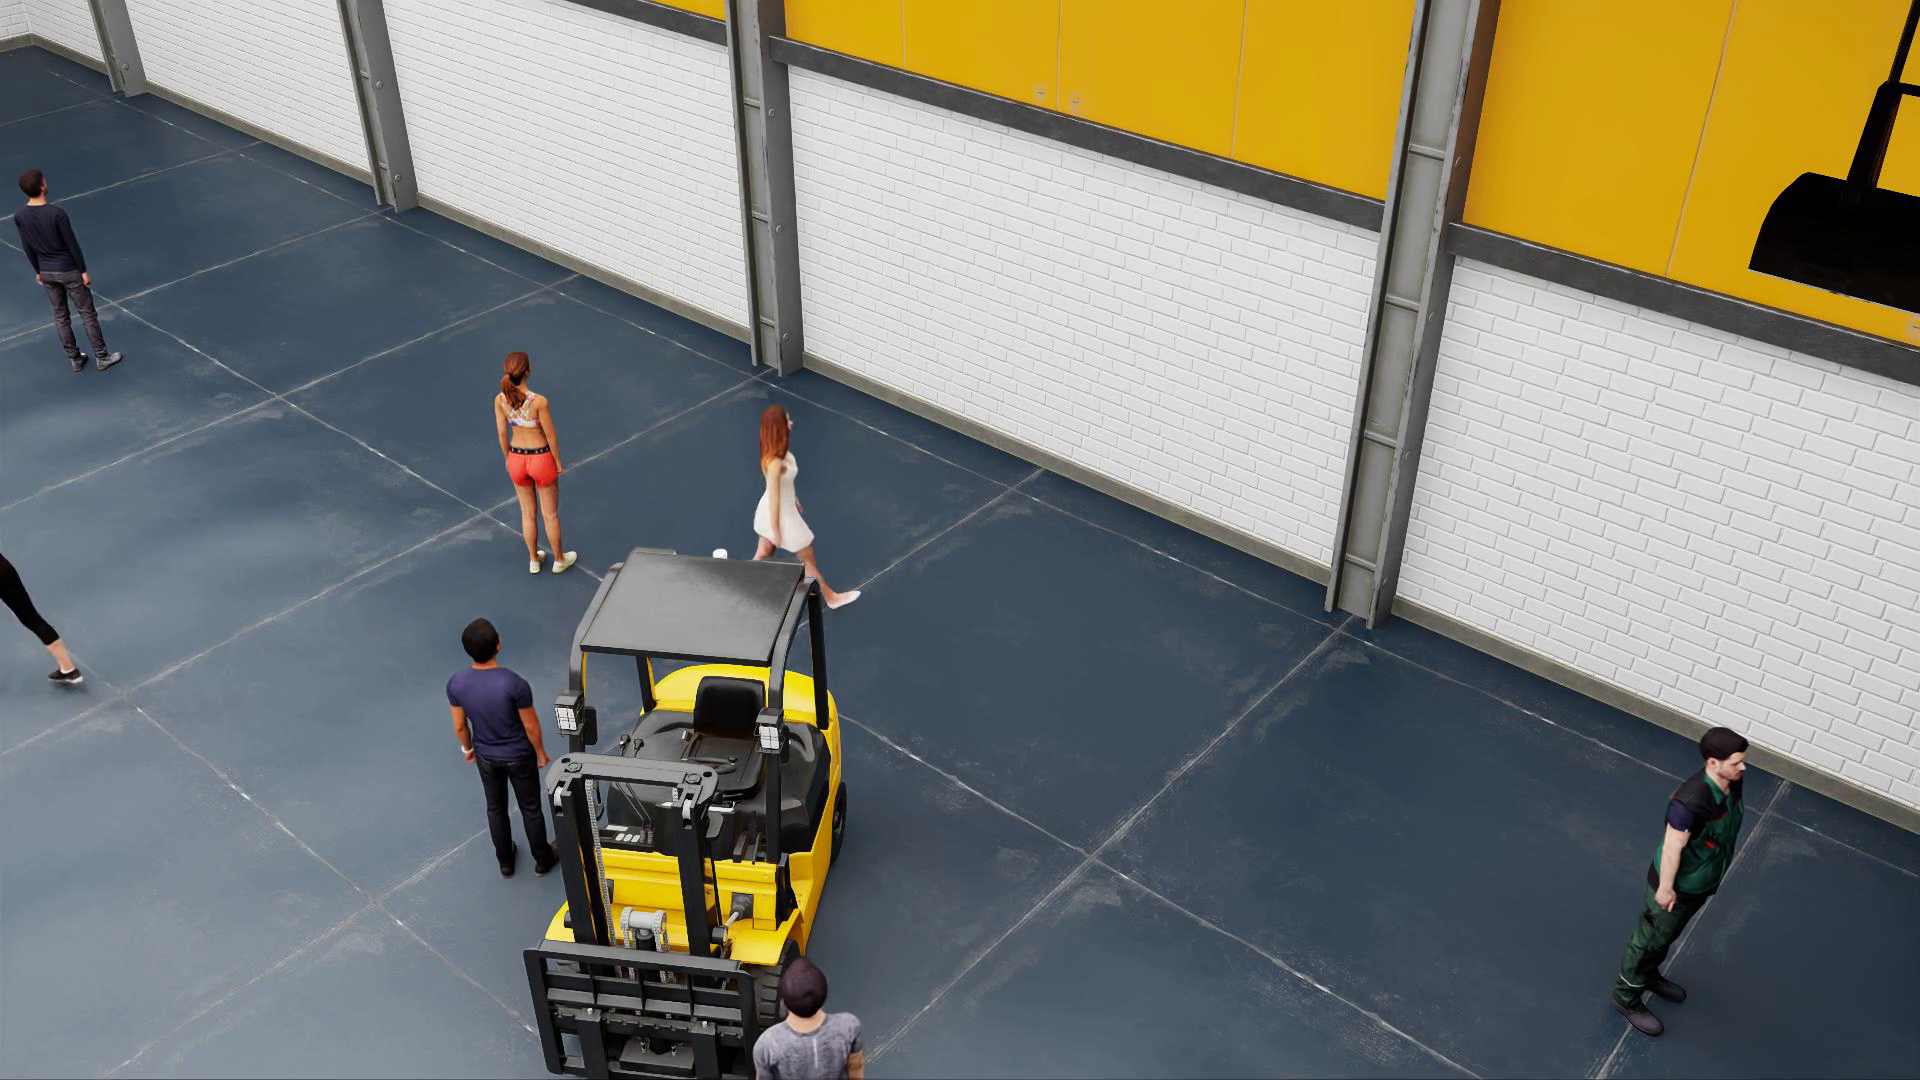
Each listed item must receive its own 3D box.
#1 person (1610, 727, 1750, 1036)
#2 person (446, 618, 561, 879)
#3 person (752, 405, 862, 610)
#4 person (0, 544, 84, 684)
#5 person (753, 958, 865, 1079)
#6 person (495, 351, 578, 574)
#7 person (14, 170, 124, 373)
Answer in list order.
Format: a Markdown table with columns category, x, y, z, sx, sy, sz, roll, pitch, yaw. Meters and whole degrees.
| category | x | y | z | sx | sy | sz | roll | pitch | yaw |
| --- | --- | --- | --- | --- | --- | --- | --- | --- | --- |
| person | 3.750 | 1.726 | 8.633 | 0.580 | 1.901 | 0.684 | 28 | 43 | 35 |
| person | -2.612 | 1.211 | 9.505 | 0.687 | 1.793 | 0.776 | 1 | 34 | 1 |
| person | -1.359 | -0.169 | 11.683 | 1.061 | 1.681 | 1.030 | -5 | 34 | -7 |
| person | -6.318 | 0.306 | 10.974 | 1.240 | 1.676 | 0.956 | 8 | 34 | 12 |
| person | -0.653 | 2.584 | 7.376 | 0.719 | 1.864 | 0.708 | -12 | 35 | -17 |
| person | -3.133 | -0.552 | 12.162 | 0.634 | 1.789 | 0.731 | 4 | 34 | 6 |
| person | -8.034 | -2.392 | 14.858 | 0.694 | 1.869 | 0.774 | 0 | 34 | 0 |
